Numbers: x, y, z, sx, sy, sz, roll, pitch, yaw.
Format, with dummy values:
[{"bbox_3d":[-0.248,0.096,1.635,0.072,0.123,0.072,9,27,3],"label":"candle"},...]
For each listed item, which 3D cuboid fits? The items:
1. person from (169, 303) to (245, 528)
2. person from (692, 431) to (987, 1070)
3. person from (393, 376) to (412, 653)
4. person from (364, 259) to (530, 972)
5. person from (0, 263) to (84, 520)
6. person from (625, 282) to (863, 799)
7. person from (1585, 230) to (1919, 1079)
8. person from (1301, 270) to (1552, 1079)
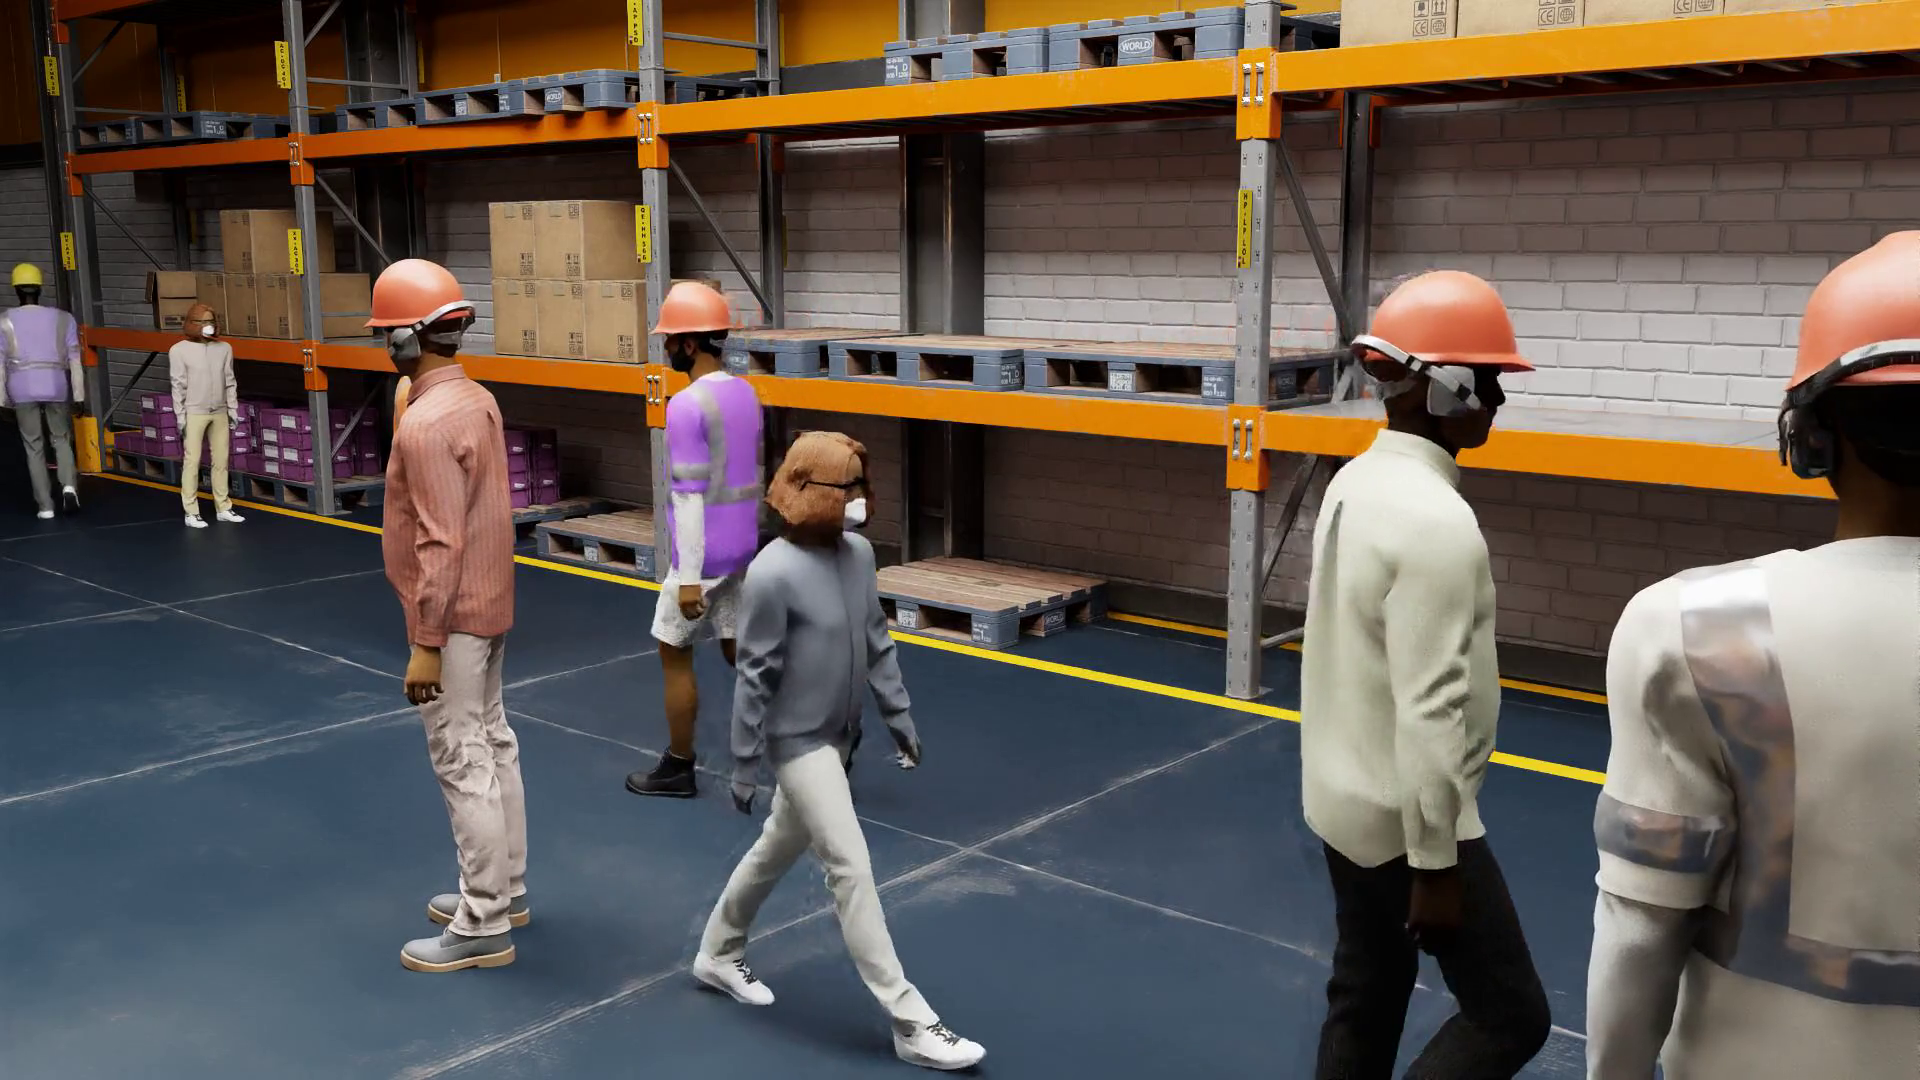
[{"bbox_3d":[-5.495,-0.905,12.124,0.285,1.626,0.494,6,12,32],"label":"person"},{"bbox_3d":[-0.358,0.504,4.220,0.922,1.578,0.515,4,11,24],"label":"person"},{"bbox_3d":[-2.616,-0.242,8.136,0.319,1.697,0.532,-3,10,-18],"label":"person"},{"bbox_3d":[-1.445,0.215,4.692,0.391,1.990,0.621,0,10,-2],"label":"person"},{"bbox_3d":[-6.845,-1.090,12.353,0.595,1.910,0.463,-8,13,-39],"label":"person"},{"bbox_3d":[-0.815,0.034,5.984,0.845,1.911,0.551,4,11,20],"label":"person"},{"bbox_3d":[1.040,0.670,1.964,0.614,2.038,0.395,2,10,11],"label":"person"},{"bbox_3d":[0.861,0.495,3.133,0.451,1.975,0.644,-1,10,-5],"label":"person"}]
